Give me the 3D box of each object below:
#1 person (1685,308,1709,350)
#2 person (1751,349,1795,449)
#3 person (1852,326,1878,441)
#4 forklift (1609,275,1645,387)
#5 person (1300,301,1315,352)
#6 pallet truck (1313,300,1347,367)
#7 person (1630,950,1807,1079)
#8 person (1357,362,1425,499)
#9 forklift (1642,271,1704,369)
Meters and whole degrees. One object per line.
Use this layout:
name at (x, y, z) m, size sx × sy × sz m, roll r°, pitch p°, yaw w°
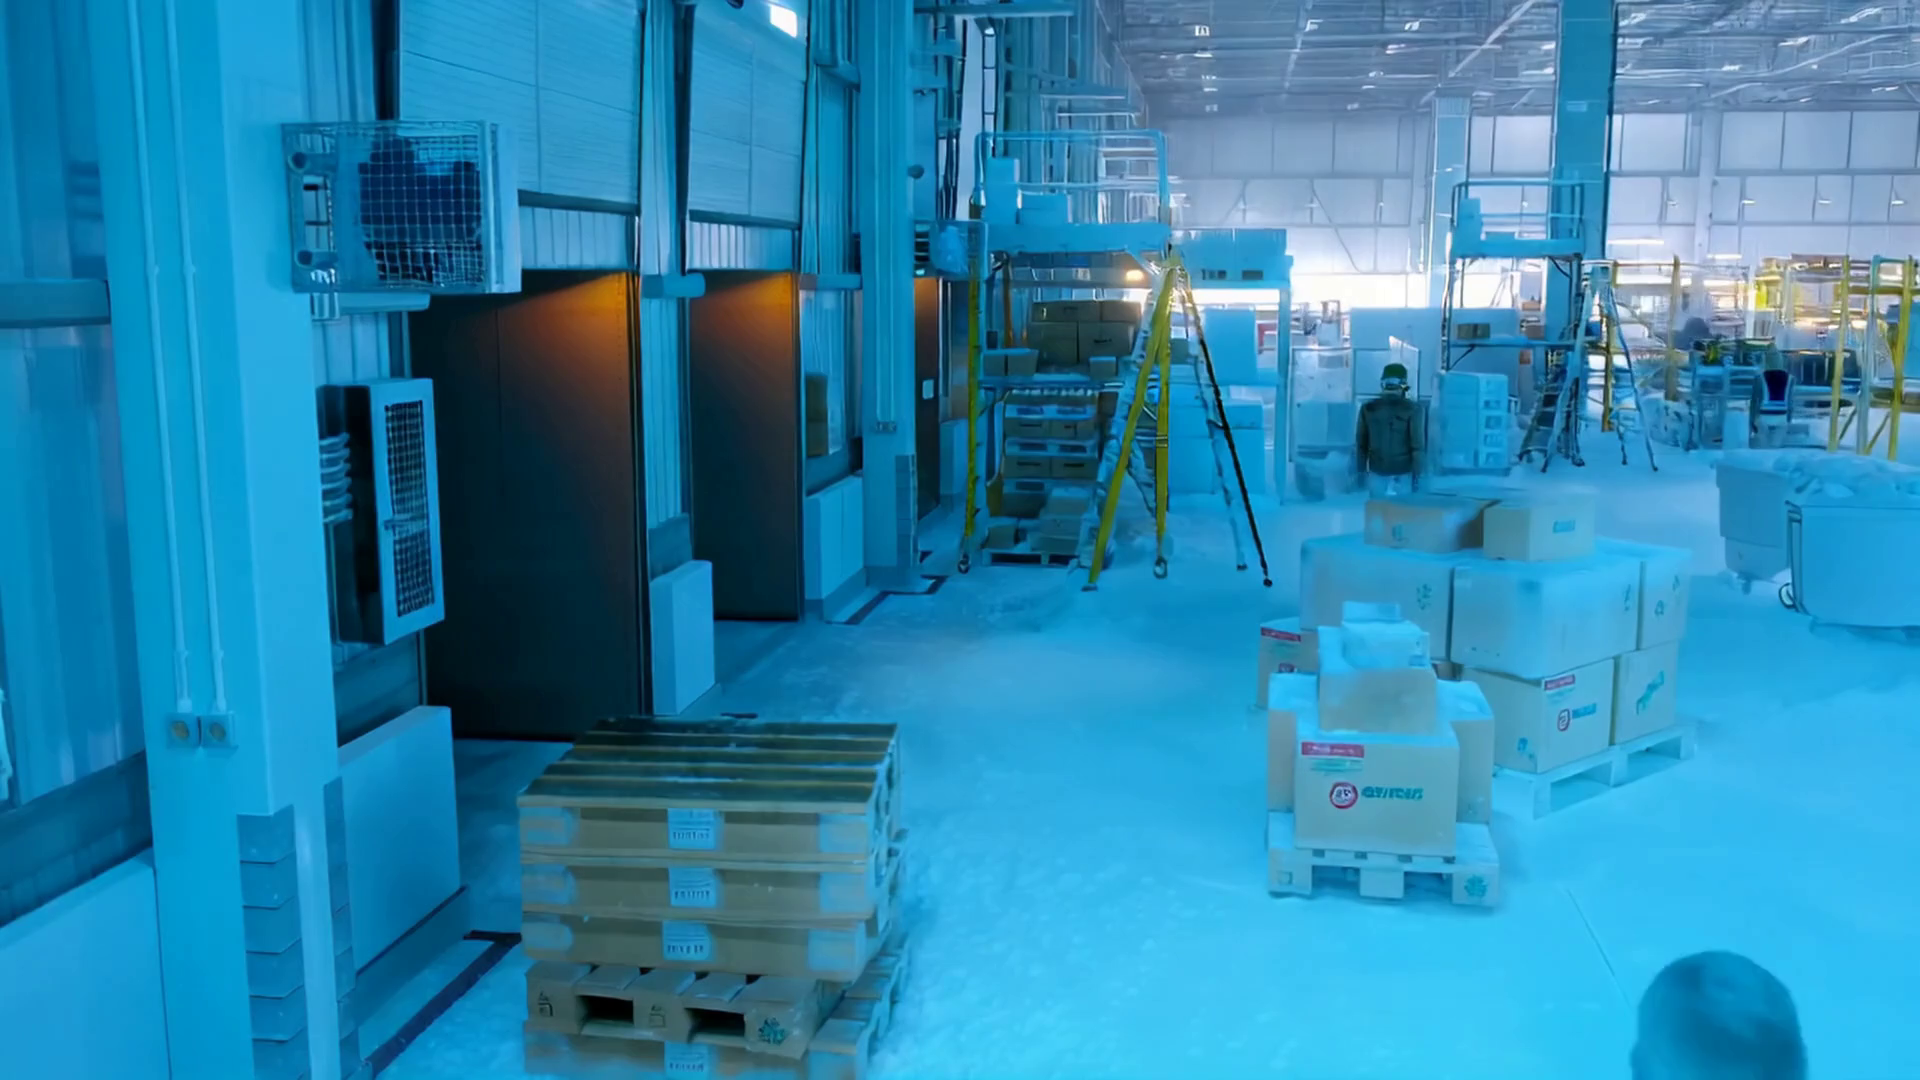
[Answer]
person at (18.213, -4.797, 41.353) m, size 0.648 × 1.897 × 0.934 m, roll -2°, pitch 9°, yaw -12°
person at (10.424, -1.519, 21.331) m, size 0.575 × 1.849 × 0.928 m, roll 0°, pitch 9°, yaw 1°
person at (15.037, -2.597, 27.708) m, size 0.387 × 1.937 × 0.639 m, roll 9°, pitch 13°, yaw 43°
forklift at (15.500, -4.939, 39.229) m, size 1.873 × 2.768 × 1.129 m, roll 6°, pitch 11°, yaw 33°
person at (10.605, -6.351, 50.934) m, size 0.409 × 1.910 × 0.541 m, roll -9°, pitch 13°, yaw -43°
pallet truck at (11.159, -6.200, 49.718) m, size 0.823 × 1.965 × 1.885 m, roll 4°, pitch 10°, yaw 26°
person at (1.214, 1.480, 2.736) m, size 0.564 × 1.887 × 0.918 m, roll 5°, pitch 10°, yaw 26°
person at (4.041, -0.668, 15.614) m, size 0.620 × 1.991 × 0.399 m, roll 1°, pitch 9°, yaw 7°
forklift at (20.583, -6.250, 47.310) m, size 1.873 × 2.768 × 1.129 m, roll -3°, pitch 10°, yaw -19°
